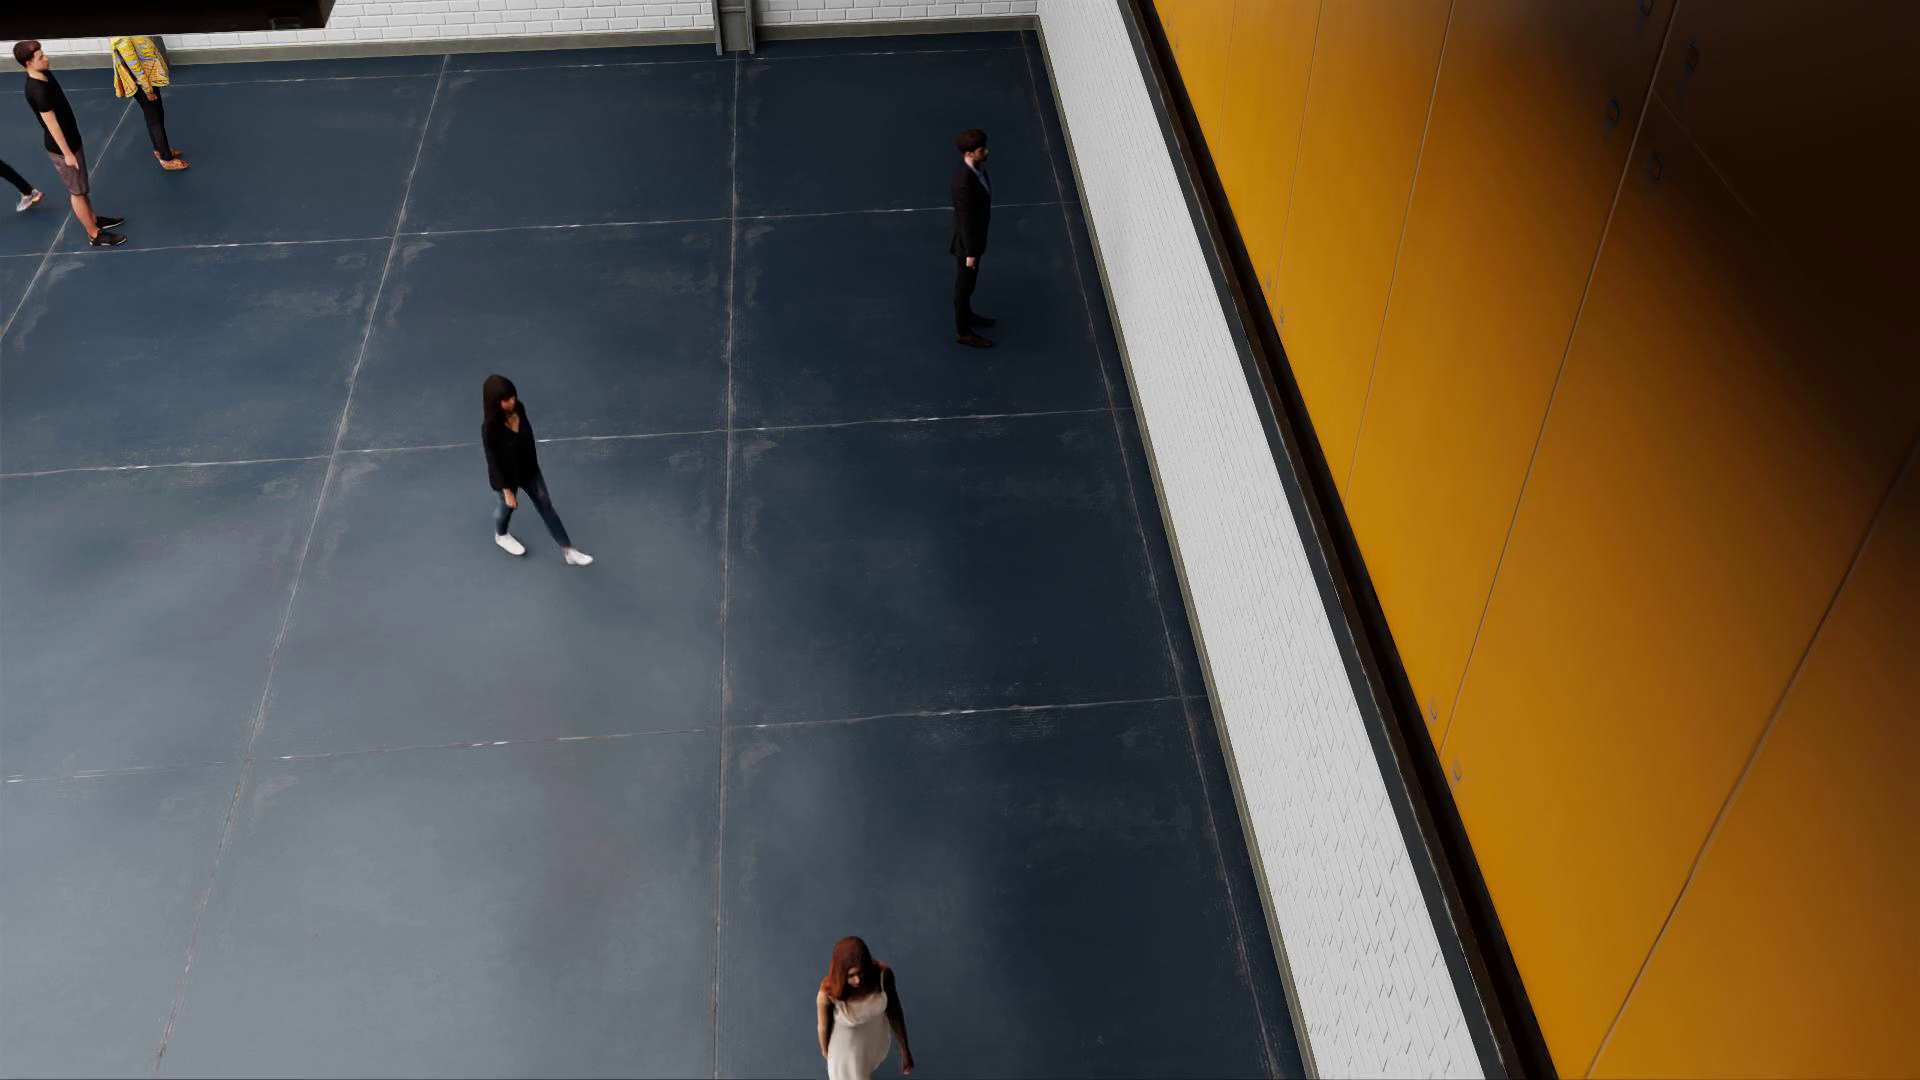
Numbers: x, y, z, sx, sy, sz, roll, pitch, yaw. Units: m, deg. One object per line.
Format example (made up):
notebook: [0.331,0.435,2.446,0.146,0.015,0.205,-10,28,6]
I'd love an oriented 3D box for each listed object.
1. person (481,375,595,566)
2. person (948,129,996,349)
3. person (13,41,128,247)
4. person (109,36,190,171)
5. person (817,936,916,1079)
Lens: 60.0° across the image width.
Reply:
person: [-3.092,-0.477,11.321,1.123,1.605,0.990,23,48,23]
person: [0.071,-2.401,13.131,0.660,1.894,0.727,3,44,3]
person: [-7.666,-3.403,14.206,0.684,1.861,0.732,-15,46,-15]
person: [-7.457,-4.160,15.151,0.901,1.655,0.855,-23,48,-22]
person: [-0.524,2.397,8.249,1.019,1.680,0.857,-19,47,-19]
